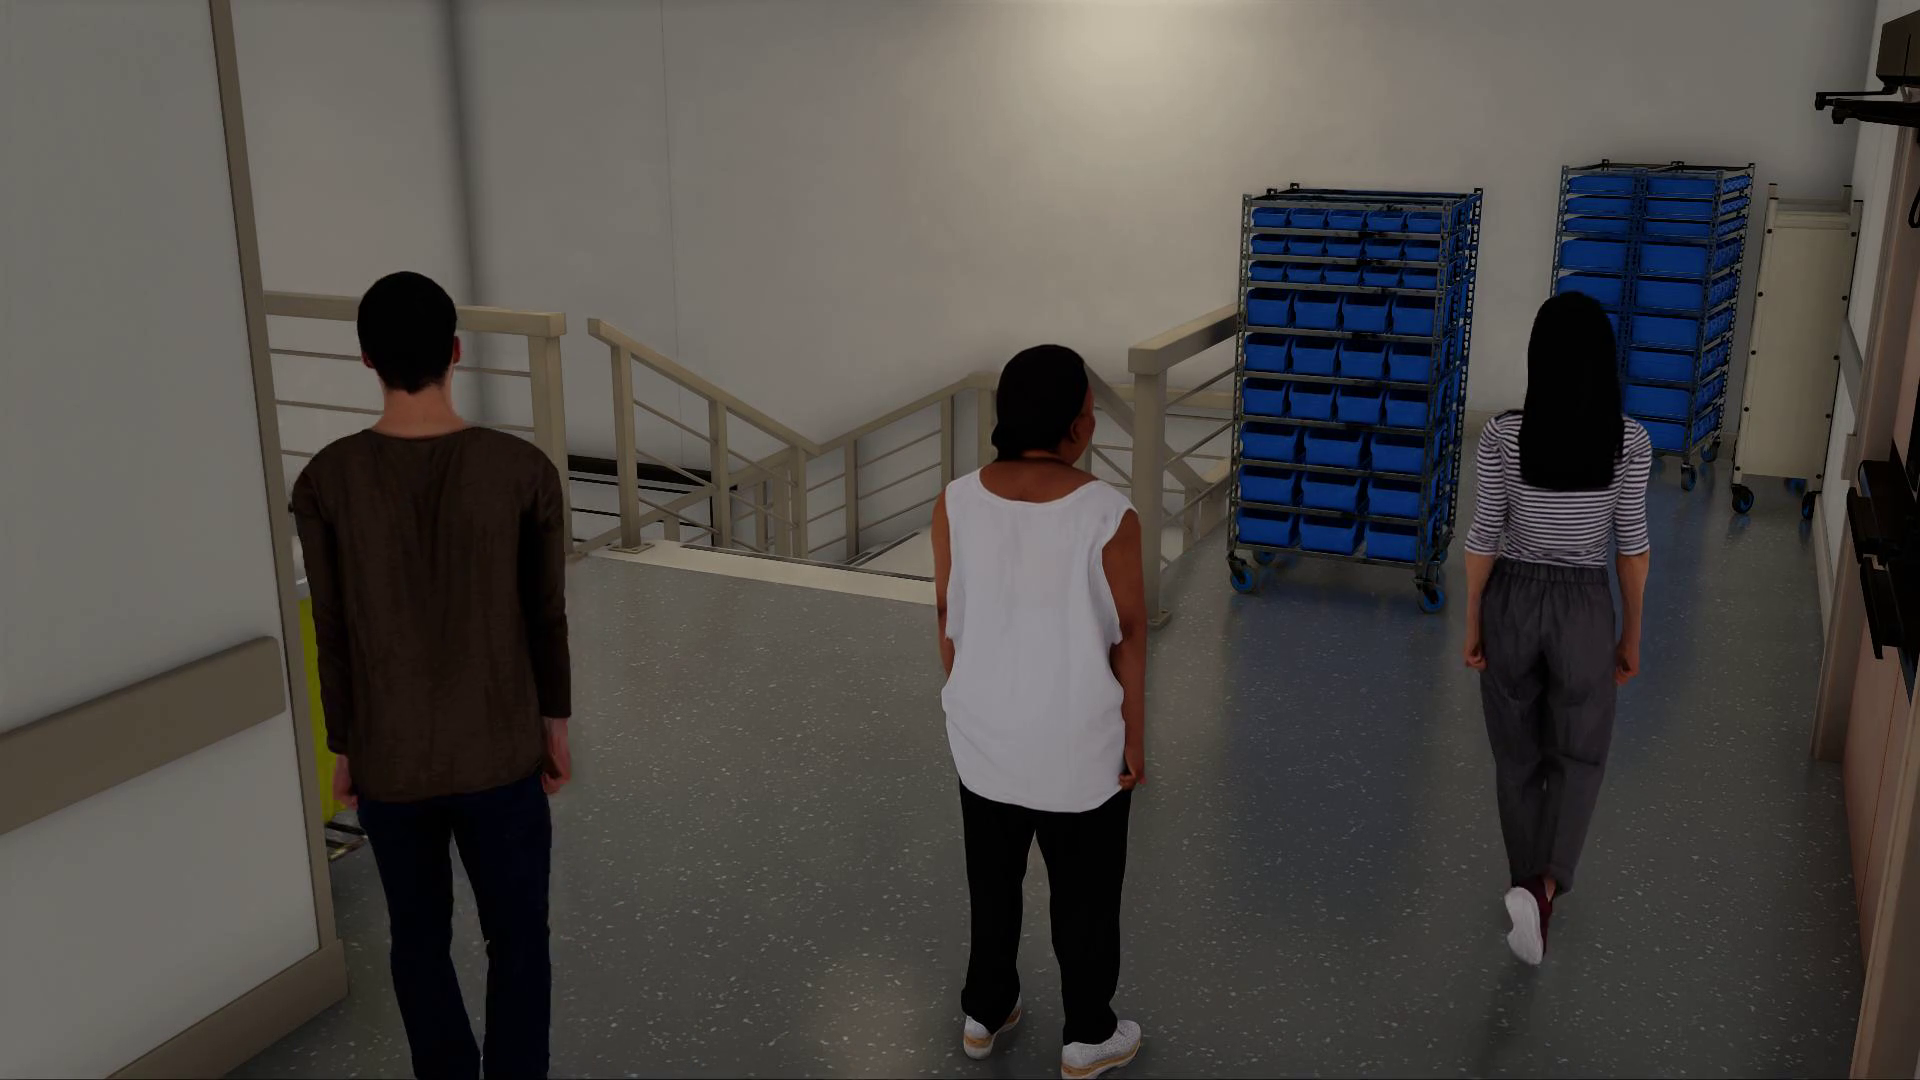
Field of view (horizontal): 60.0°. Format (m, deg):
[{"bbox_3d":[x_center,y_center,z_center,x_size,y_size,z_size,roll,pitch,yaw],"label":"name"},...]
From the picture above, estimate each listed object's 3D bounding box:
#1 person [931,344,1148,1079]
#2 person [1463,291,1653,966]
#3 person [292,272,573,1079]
[{"bbox_3d":[0.189,0.394,3.753,0.674,1.687,0.623,9,18,29],"label":"person"},{"bbox_3d":[1.468,0.260,4.178,0.640,1.715,0.991,6,17,19],"label":"person"},{"bbox_3d":[-1.009,0.438,3.264,1.014,1.869,1.120,-4,16,-14],"label":"person"}]
